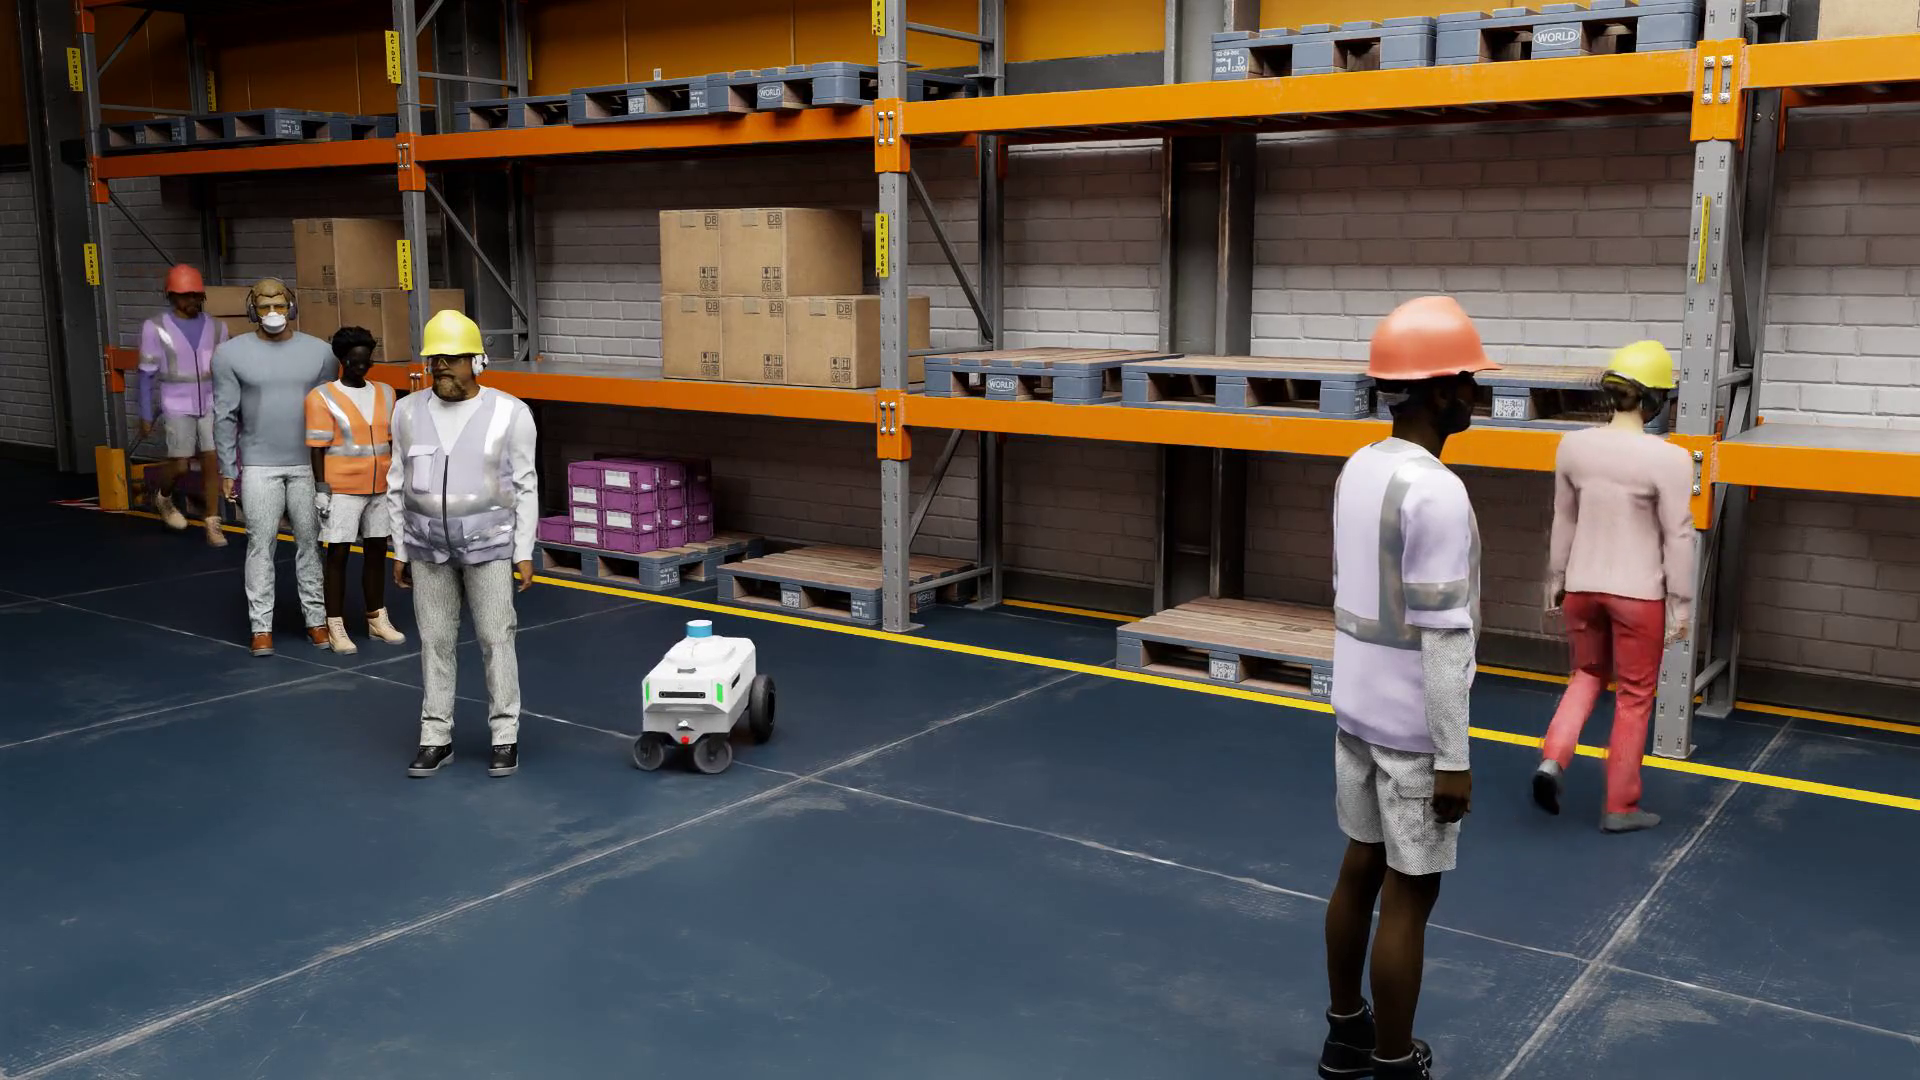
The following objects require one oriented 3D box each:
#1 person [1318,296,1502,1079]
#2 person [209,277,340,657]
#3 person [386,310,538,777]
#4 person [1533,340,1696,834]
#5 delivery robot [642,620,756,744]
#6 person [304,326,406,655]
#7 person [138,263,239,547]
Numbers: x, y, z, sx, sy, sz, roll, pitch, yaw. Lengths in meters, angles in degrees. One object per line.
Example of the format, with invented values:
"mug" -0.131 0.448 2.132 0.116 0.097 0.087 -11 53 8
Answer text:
"person" 1.057 0.409 3.899 0.353 1.942 0.546 -2 10 -10
"person" -3.493 -0.376 8.578 0.638 1.938 0.357 -6 11 -31
"person" -1.954 0.023 6.521 0.586 1.833 0.403 0 10 0
"person" 2.293 0.181 5.818 0.416 1.754 0.543 -7 12 -35
"delivery robot" -1.055 0.571 6.776 0.477 0.478 0.707 0 9 3
"person" -3.124 -0.262 8.635 0.317 1.690 0.540 7 12 35
"person" -5.510 -0.956 11.826 0.722 2.014 0.664 9 13 41
